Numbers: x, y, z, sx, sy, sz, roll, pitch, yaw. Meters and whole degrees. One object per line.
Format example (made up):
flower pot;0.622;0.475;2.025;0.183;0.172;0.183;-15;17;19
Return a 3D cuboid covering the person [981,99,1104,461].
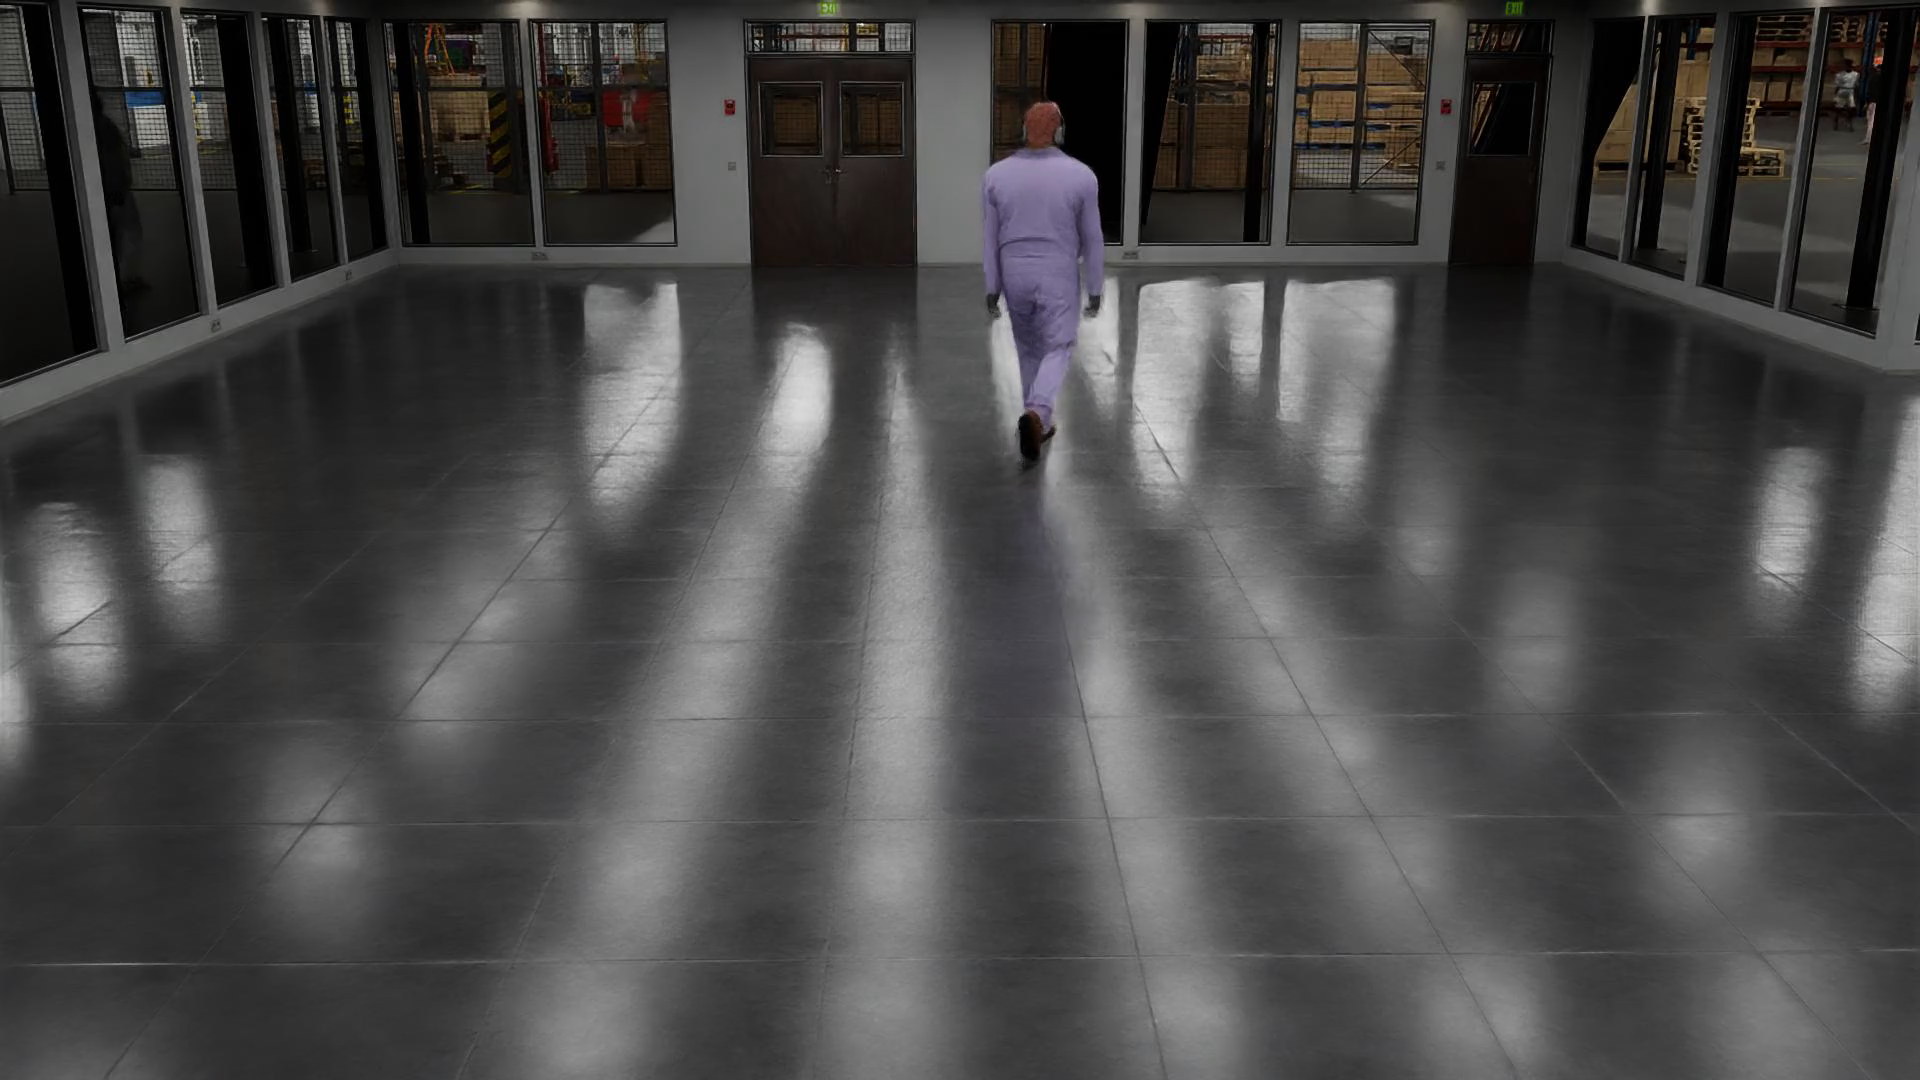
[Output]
person;0.427;-1.375;8.834;0.653;1.879;0.834;6;17;19
